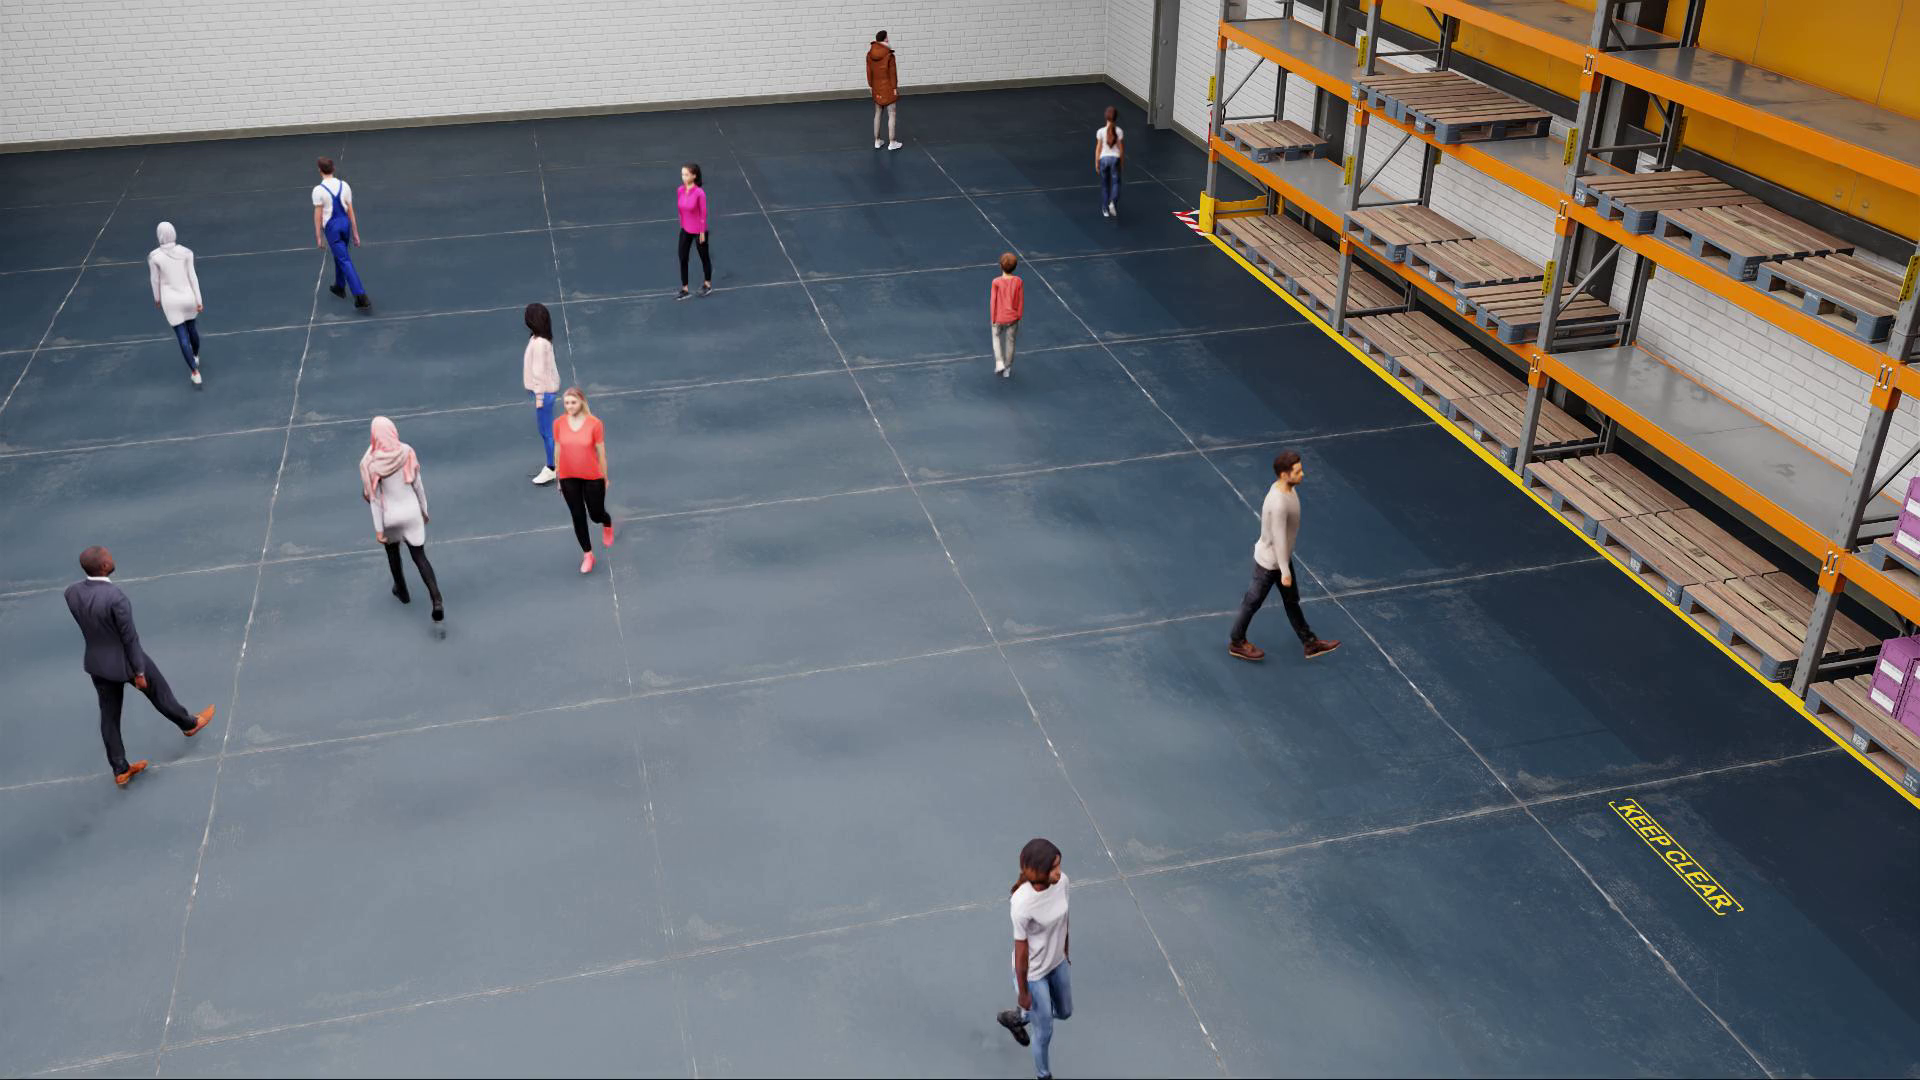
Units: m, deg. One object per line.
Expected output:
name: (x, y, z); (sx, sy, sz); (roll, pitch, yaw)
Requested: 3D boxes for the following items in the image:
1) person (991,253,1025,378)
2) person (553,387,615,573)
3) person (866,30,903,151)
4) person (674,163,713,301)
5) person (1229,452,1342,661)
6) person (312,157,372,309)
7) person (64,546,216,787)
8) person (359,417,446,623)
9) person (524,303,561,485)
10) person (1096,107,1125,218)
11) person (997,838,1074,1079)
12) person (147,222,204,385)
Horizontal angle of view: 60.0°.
person: (0.517, -2.429, 18.168); (0.562, 1.406, 0.586); (-3, 29, -5)
person: (-3.258, -0.557, 14.450); (0.741, 1.679, 0.885); (2, 29, 4)
person: (-1.199, -7.126, 26.325); (0.856, 1.839, 0.916); (15, 32, 26)
person: (-3.203, -3.811, 20.412); (0.882, 1.682, 0.958); (13, 31, 23)
person: (2.357, 0.147, 13.001); (1.125, 1.831, 1.143); (10, 30, 17)
person: (-7.440, -3.649, 19.991); (1.340, 1.802, 1.092); (25, 37, 38)
person: (-5.944, 0.919, 11.630); (1.093, 1.790, 1.243); (9, 30, 16)
person: (-4.535, -0.138, 13.581); (0.957, 1.775, 1.242); (-21, 35, -33)
person: (-3.972, -1.388, 15.910); (0.787, 1.741, 0.643); (-11, 30, -19)
person: (2.100, -5.246, 23.175); (0.701, 1.556, 0.861); (2, 29, 4)
person: (0.401, 2.330, 9.128); (0.979, 1.708, 0.858); (24, 37, 36)
person: (-8.450, -2.528, 18.010); (0.866, 1.731, 1.212); (-17, 33, -28)
